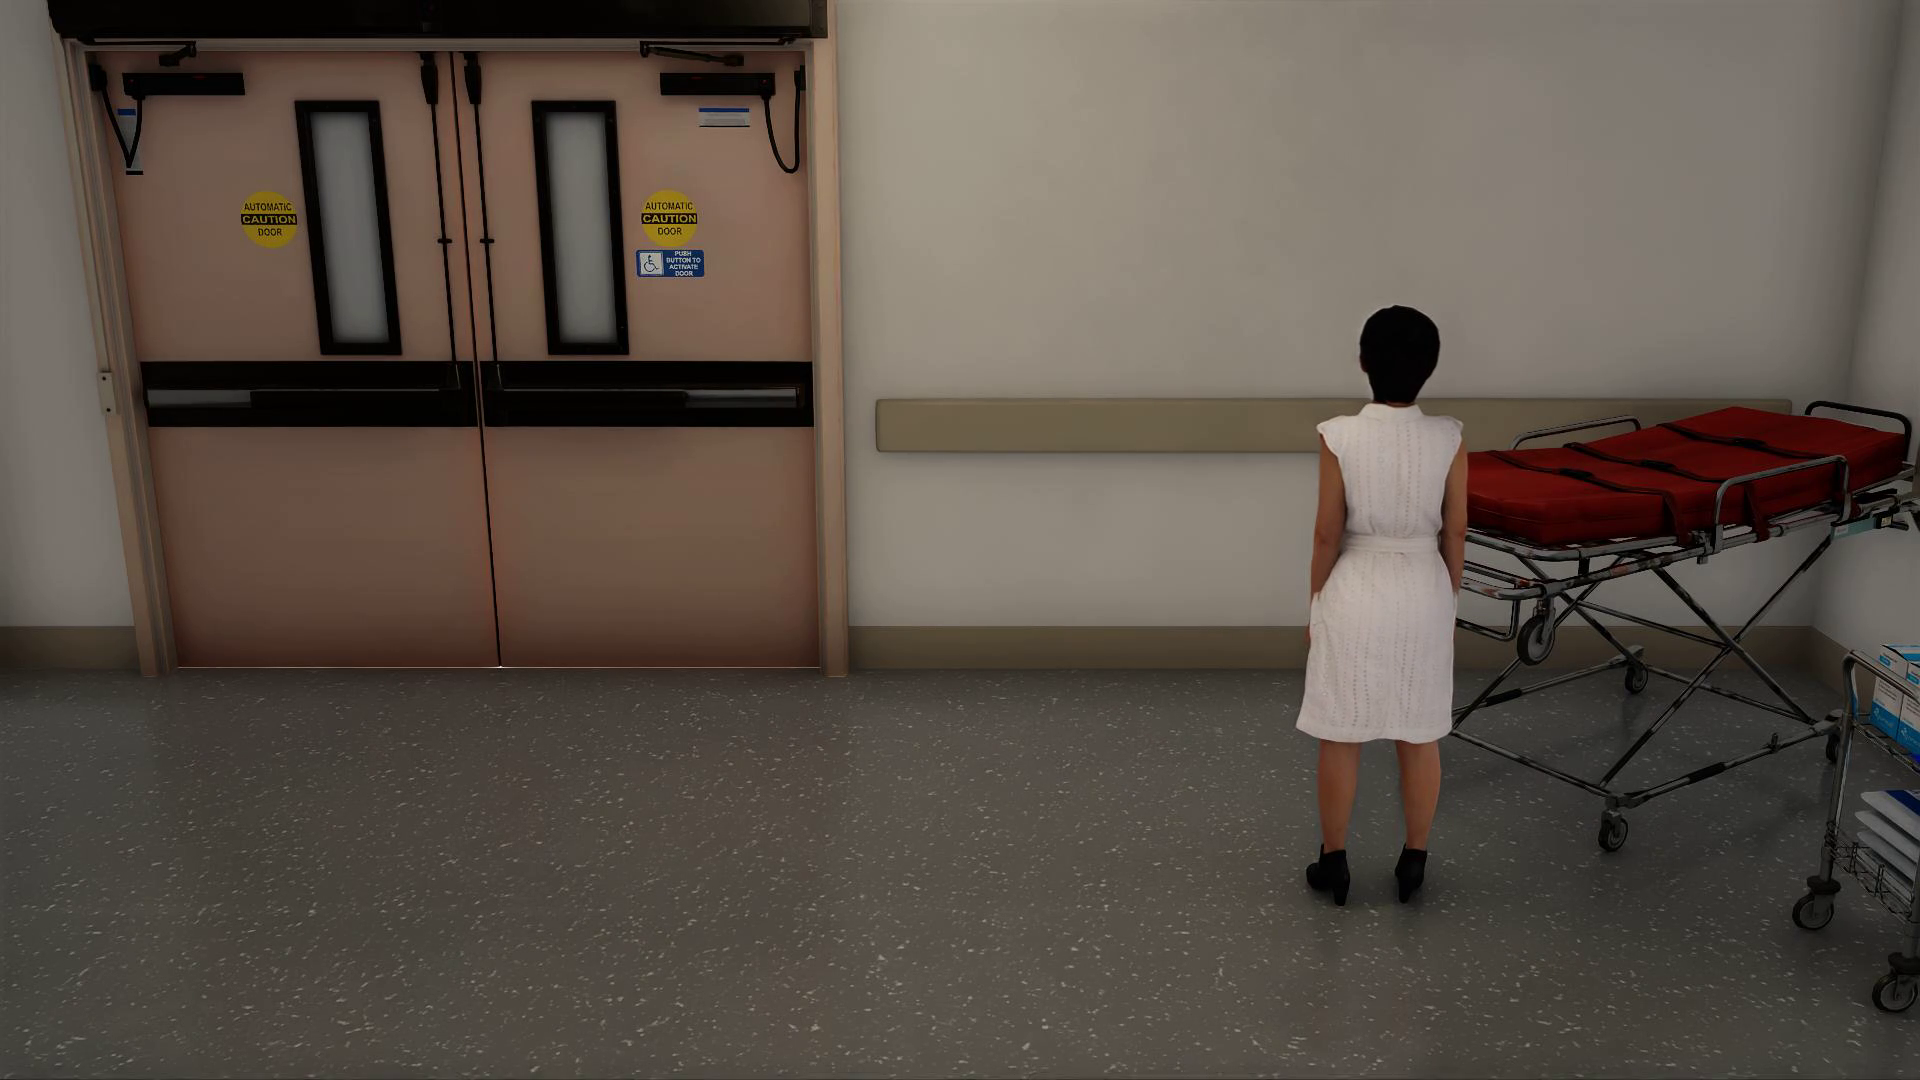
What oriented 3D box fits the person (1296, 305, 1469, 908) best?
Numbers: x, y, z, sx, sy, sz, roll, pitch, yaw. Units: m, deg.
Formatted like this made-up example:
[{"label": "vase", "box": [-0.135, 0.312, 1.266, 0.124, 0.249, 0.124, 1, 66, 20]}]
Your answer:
[{"label": "person", "box": [1.070, 0.182, 4.203, 0.548, 1.556, 0.506, 0, 16, 1]}]
